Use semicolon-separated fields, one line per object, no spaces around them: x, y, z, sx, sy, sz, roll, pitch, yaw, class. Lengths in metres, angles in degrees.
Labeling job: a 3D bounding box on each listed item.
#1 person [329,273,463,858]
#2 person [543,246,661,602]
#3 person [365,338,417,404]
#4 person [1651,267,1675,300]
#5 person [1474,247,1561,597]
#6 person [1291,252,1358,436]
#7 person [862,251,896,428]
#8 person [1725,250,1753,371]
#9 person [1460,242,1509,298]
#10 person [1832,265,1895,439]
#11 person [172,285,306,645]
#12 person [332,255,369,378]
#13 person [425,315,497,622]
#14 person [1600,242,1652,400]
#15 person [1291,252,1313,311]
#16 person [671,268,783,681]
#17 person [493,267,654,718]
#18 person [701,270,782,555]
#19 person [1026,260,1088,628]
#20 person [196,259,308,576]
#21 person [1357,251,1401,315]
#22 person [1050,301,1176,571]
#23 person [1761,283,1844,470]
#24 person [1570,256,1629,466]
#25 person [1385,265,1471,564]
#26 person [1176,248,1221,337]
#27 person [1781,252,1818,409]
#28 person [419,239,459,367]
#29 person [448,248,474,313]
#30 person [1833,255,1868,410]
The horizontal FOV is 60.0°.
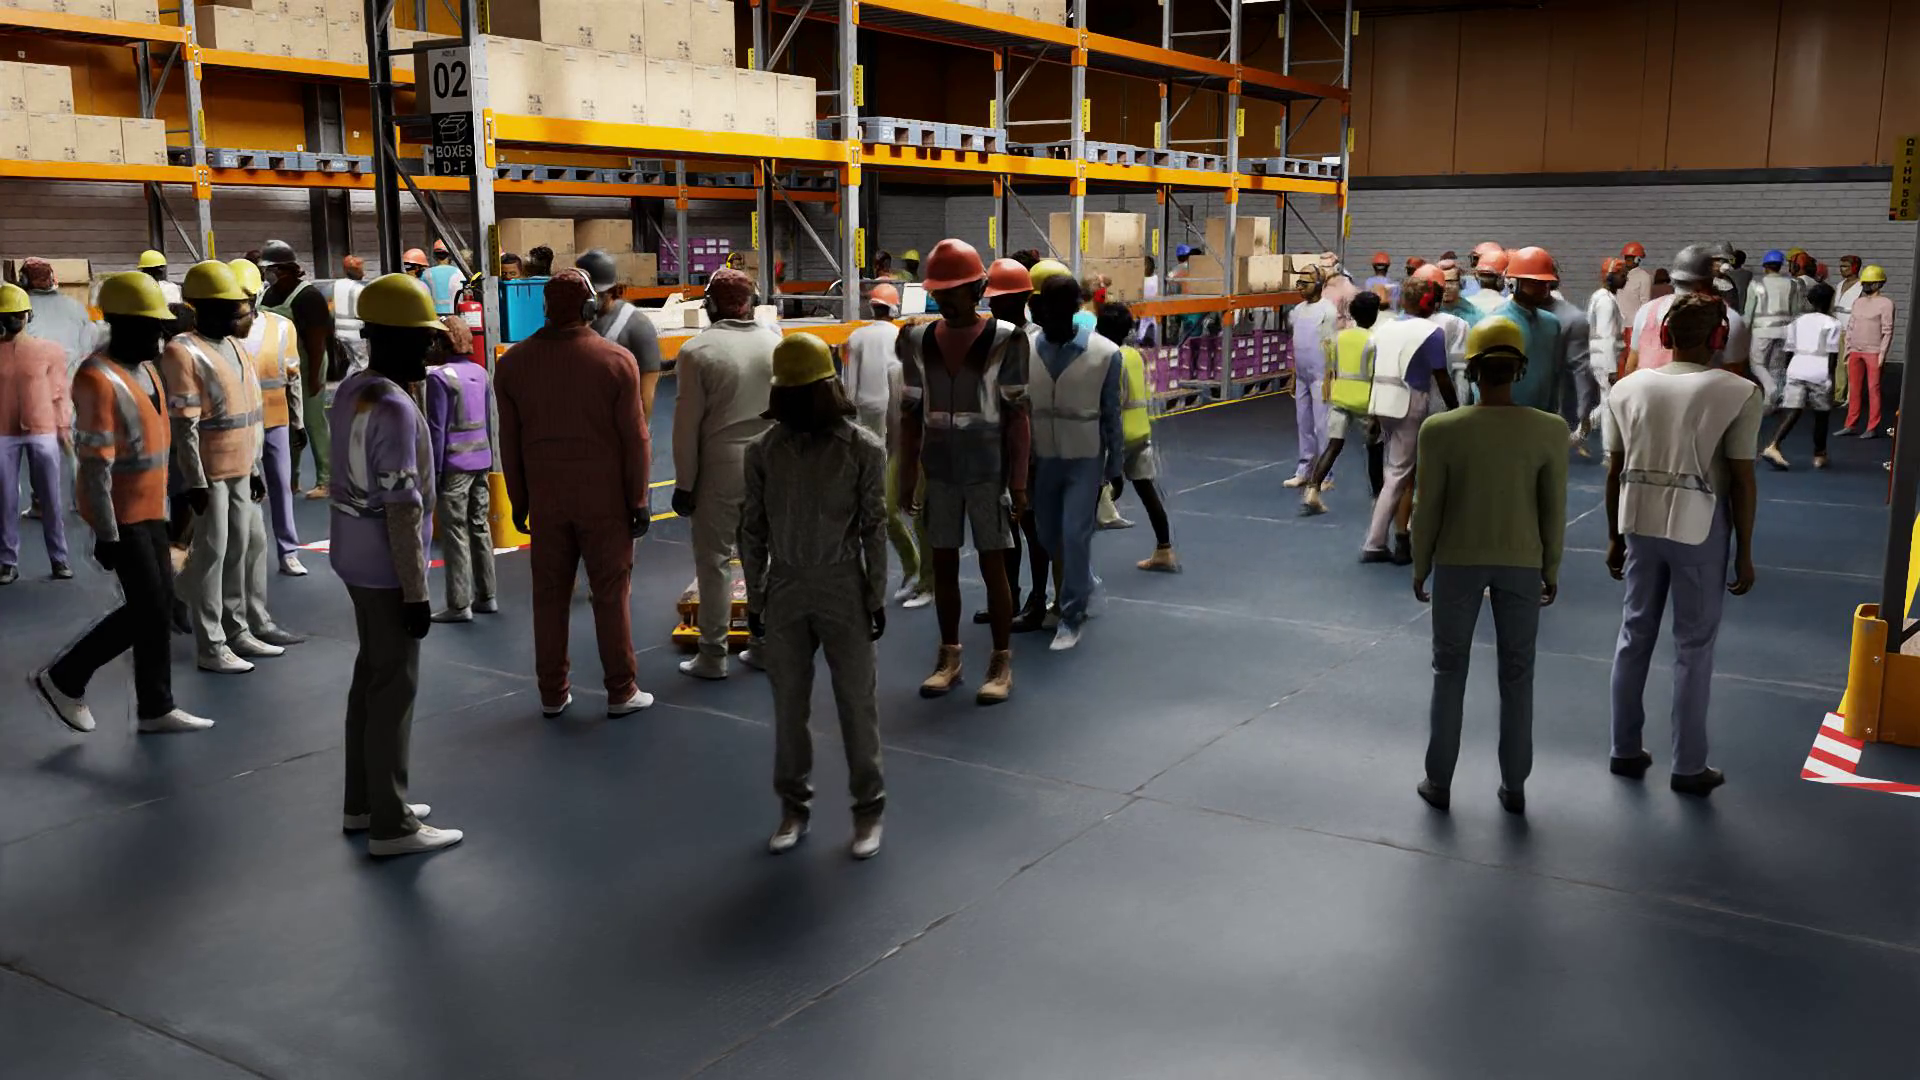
-1.872;0.082;5.536;0.409;1.915;0.586;-6;12;-32;person
-2.031;-0.631;9.125;0.766;2.000;0.673;3;11;14;person
-4.455;-1.140;13.063;0.308;1.640;0.511;2;10;12;person
10.759;-3.391;25.613;0.755;1.604;0.508;-9;14;-41;person
3.170;-0.658;9.447;0.608;1.987;0.402;-6;12;-29;person
3.739;-1.993;17.086;0.438;1.903;0.663;-7;12;-35;person
-0.793;-2.098;17.630;0.599;1.909;0.402;-9;14;-41;person
11.949;-3.533;25.675;0.519;1.873;0.328;-3;11;-18;person
4.747;-1.750;15.454;0.661;1.995;0.795;6;12;29;person
9.261;-1.915;17.000;0.307;1.770;0.525;-4;11;-20;person
-3.663;-0.344;8.186;0.649;1.818;0.589;-3;11;-14;person
-6.915;-2.334;19.070;0.607;1.854;0.436;6;12;32;person
-2.661;-0.380;8.874;0.313;1.631;0.524;3;11;15;person
8.359;-2.716;20.802;0.374;1.997;0.608;-3;11;-15;person
5.267;-3.476;25.441;0.429;1.846;0.626;3;11;15;person
-1.055;-0.302;7.720;0.658;1.894;0.400;-9;14;-42;person
-1.607;-0.188;7.043;0.638;1.909;0.408;1;10;6;person
-1.343;-0.739;10.298;0.507;1.840;0.339;-2;10;-12;person
0.495;-0.494;8.722;0.412;1.917;0.587;2;10;12;person
-4.208;-0.709;9.924;0.592;1.913;0.398;-8;13;-38;person
5.218;-2.679;20.917;0.553;1.897;0.768;5;11;24;person
0.957;-0.631;10.189;0.862;1.649;0.542;6;12;31;person
7.425;-1.426;14.618;0.800;1.650;0.539;-6;12;-32;person
5.812;-1.588;14.876;0.550;1.876;0.612;4;11;20;person
2.980;-0.808;10.618;0.583;1.858;1.017;5;11;24;person
3.510;-3.338;24.526;0.611;1.899;0.625;-8;13;-39;person
10.075;-2.514;20.027;0.584;1.878;0.364;-8;13;-37;person
-6.365;-2.708;20.638;0.610;2.040;0.394;-3;11;-16;person
-5.641;-2.362;19.044;0.388;1.929;0.639;-7;12;-34;person
10.631;-2.472;19.868;0.373;1.843;0.569;-1;10;-5;person
